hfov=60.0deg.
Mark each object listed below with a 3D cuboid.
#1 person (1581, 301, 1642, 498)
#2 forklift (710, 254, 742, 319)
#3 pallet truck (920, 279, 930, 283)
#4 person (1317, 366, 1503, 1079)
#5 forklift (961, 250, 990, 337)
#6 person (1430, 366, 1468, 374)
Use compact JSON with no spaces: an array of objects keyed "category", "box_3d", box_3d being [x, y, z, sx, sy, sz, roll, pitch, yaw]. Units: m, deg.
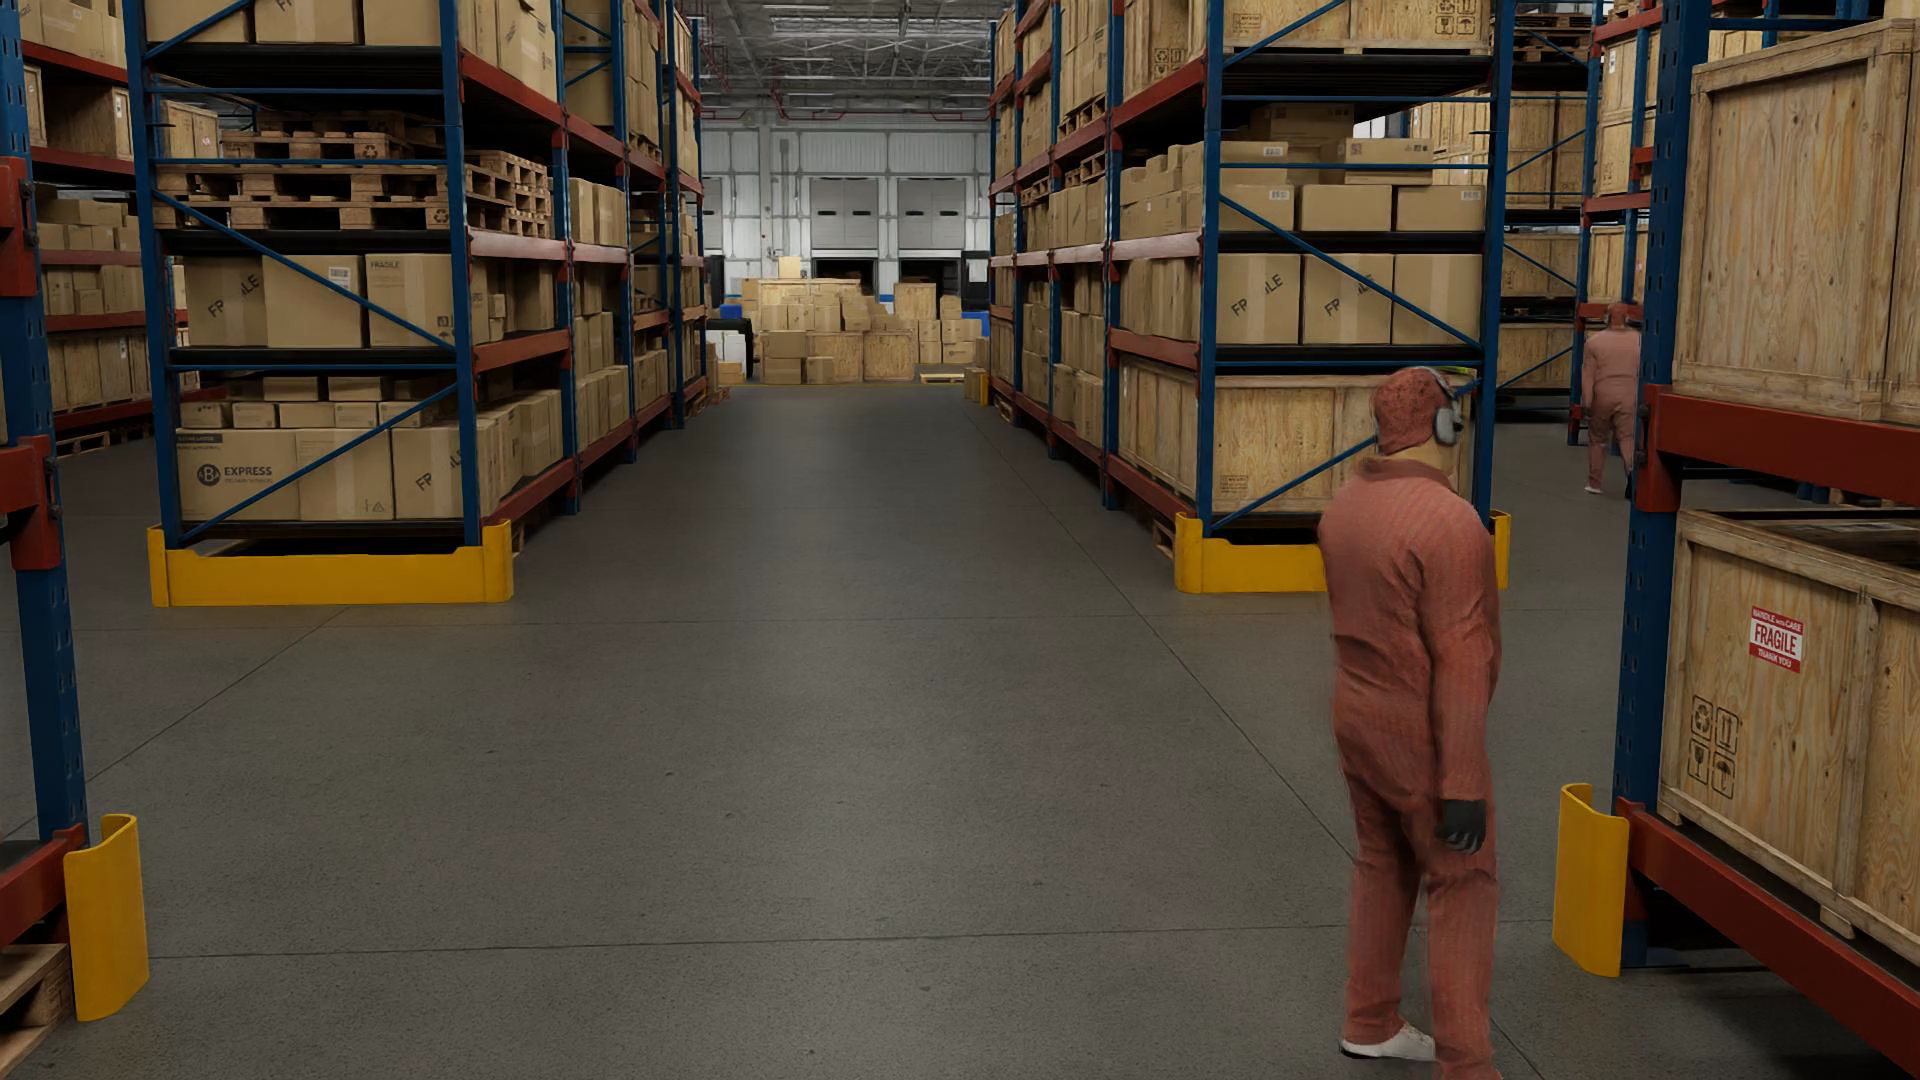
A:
[{"category":"person","box_3d":[6.250,-1.333,15.845,0.651,1.883,0.813,1,9,5]},{"category":"forklift","box_3d":[-8.383,-8.512,57.776,1.873,2.768,1.129,0,9,3]},{"category":"pallet truck","box_3d":[-0.932,-8.922,63.114,1.885,1.965,0.823,2,9,13]},{"category":"person","box_3d":[1.195,0.502,4.280,0.447,1.897,0.658,-2,9,-14]},{"category":"forklift","box_3d":[0.518,-6.911,47.725,1.129,2.768,1.873,2,9,10]},{"category":"person","box_3d":[4.362,-1.125,15.116,0.319,1.692,0.537,-9,13,-44]}]
